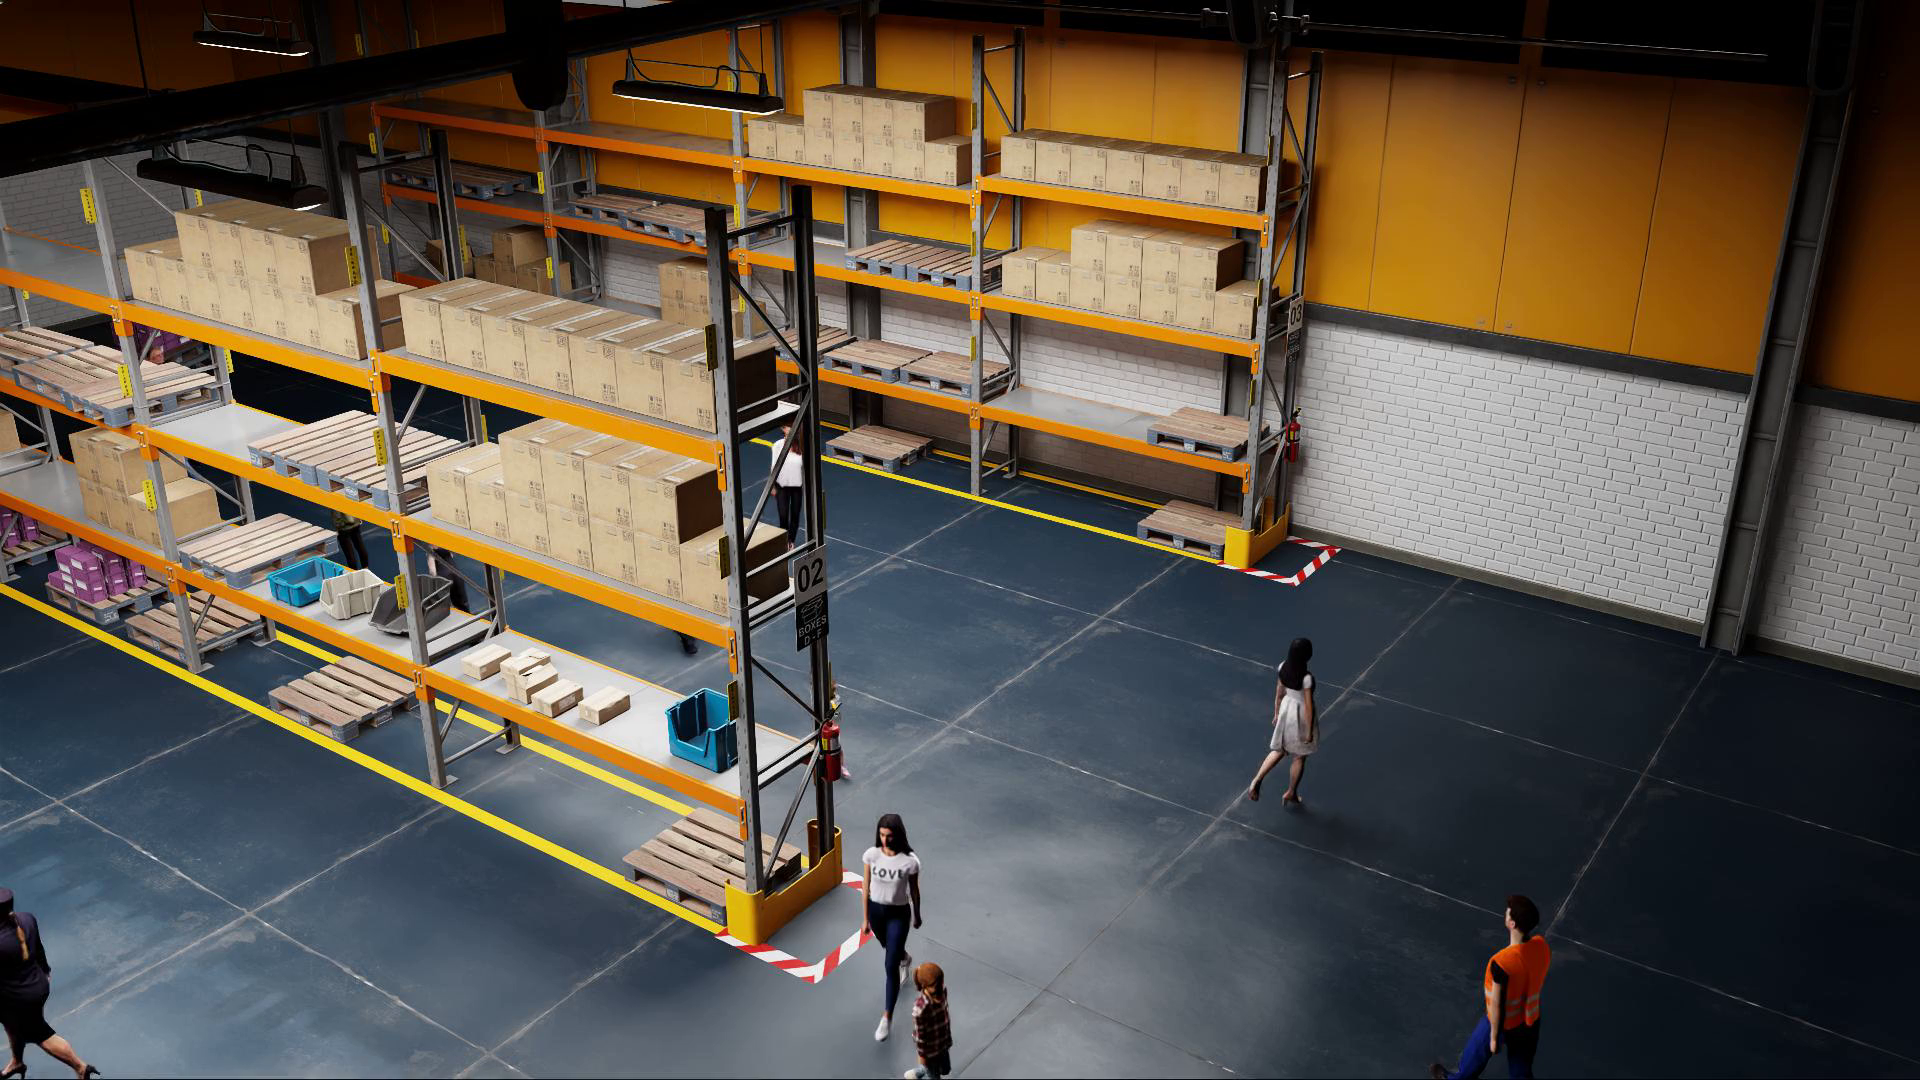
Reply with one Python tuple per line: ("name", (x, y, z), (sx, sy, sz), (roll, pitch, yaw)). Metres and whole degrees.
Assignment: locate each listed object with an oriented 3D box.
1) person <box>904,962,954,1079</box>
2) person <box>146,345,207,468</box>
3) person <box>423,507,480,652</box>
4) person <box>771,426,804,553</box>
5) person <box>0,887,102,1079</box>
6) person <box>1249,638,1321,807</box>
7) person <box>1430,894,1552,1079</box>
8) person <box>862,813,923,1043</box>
("person", (-0.244, 3.464, 11.563), (0.678, 1.294, 0.523), (15, 28, 31))
("person", (-11.130, -1.822, 23.056), (1.261, 1.774, 0.943), (5, 24, 12))
("person", (-5.448, 0.498, 17.871), (1.176, 1.676, 0.654), (13, 27, 27))
("person", (-2.106, -0.658, 20.389), (0.753, 1.777, 0.795), (-7, 25, -15))
("person", (-6.538, 3.219, 11.695), (1.189, 1.637, 1.056), (0, 24, 0))
("person", (2.957, 1.703, 15.011), (0.895, 1.758, 0.982), (-14, 27, -29))
("person", (3.799, 3.295, 11.248), (1.006, 1.855, 1.196), (-10, 26, -22))
("person", (-0.513, 2.790, 12.556), (1.158, 1.733, 0.881), (7, 25, 16))
